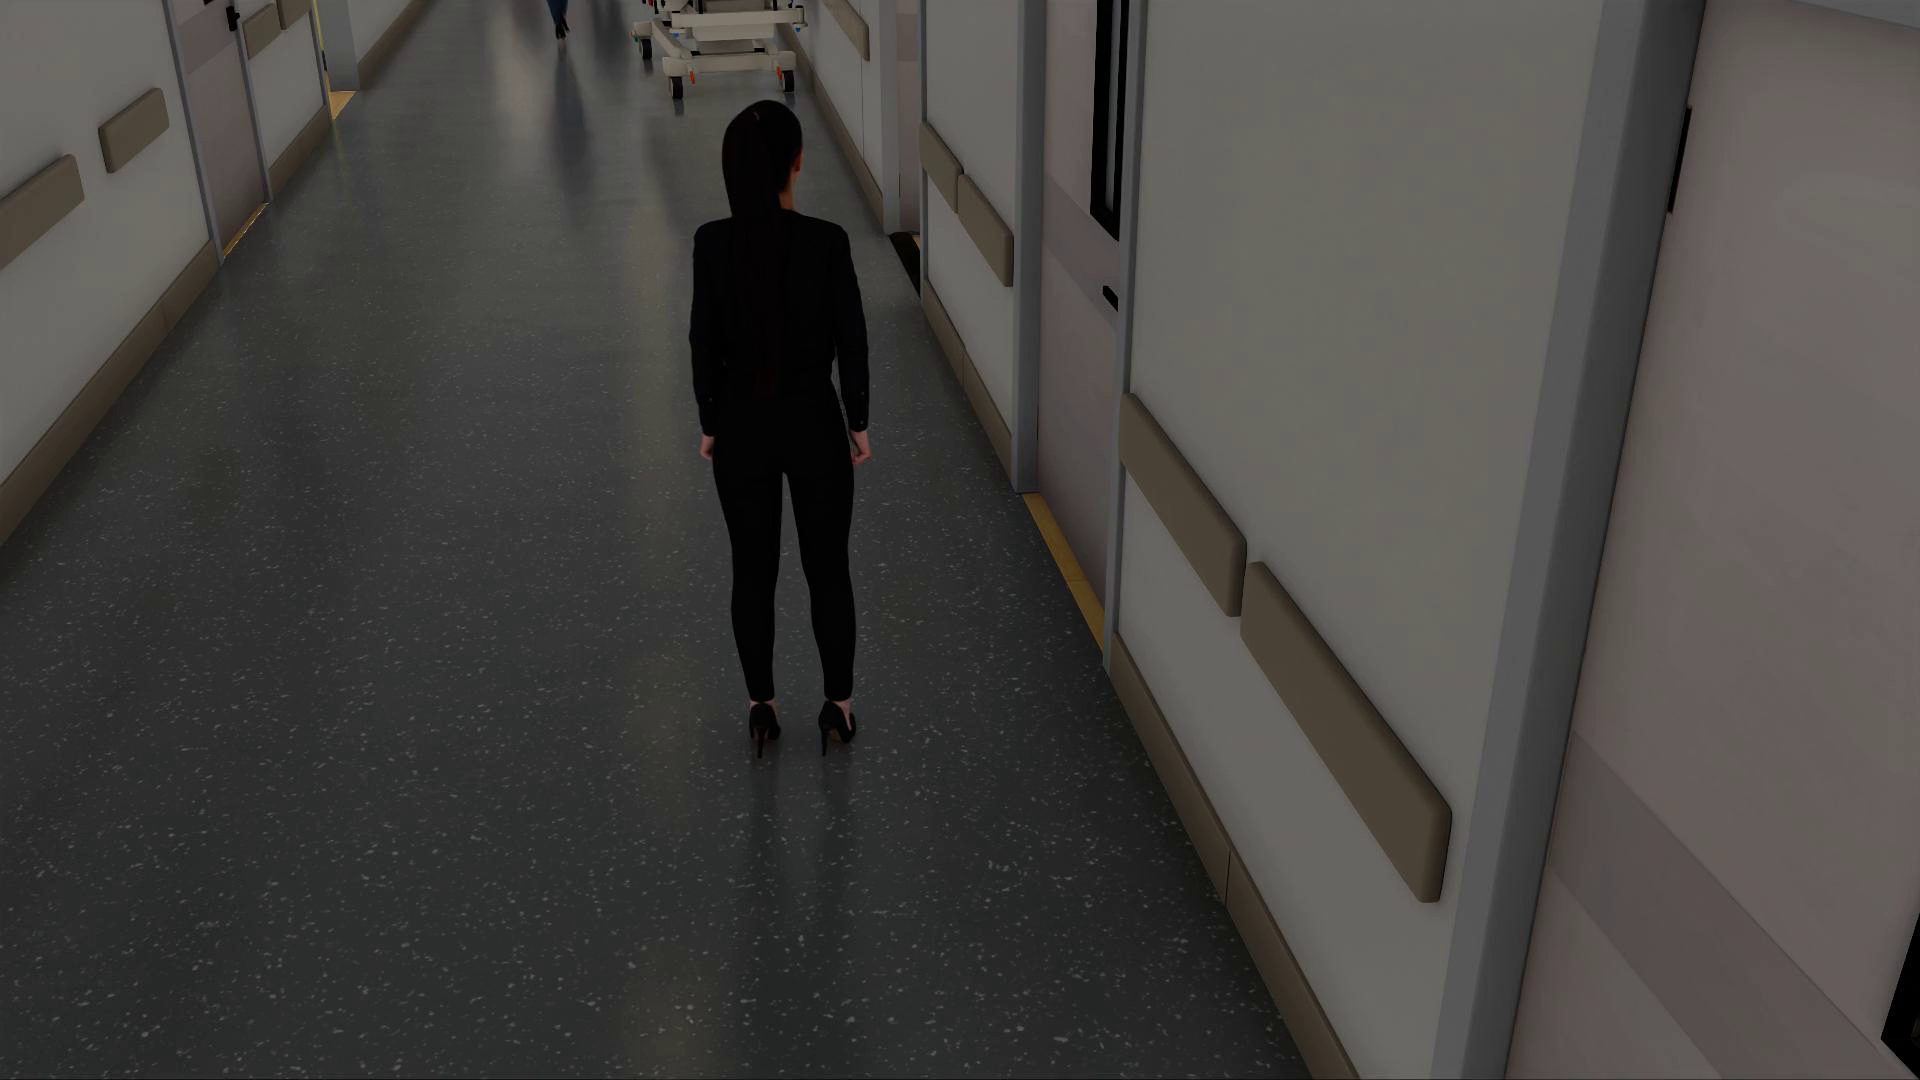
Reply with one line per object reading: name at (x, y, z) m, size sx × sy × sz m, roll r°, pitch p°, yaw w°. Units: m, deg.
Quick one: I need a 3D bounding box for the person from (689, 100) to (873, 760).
person at (-0.444, -0.238, 4.179) m, size 0.495 × 1.711 × 0.683 m, roll 2°, pitch 26°, yaw 3°
